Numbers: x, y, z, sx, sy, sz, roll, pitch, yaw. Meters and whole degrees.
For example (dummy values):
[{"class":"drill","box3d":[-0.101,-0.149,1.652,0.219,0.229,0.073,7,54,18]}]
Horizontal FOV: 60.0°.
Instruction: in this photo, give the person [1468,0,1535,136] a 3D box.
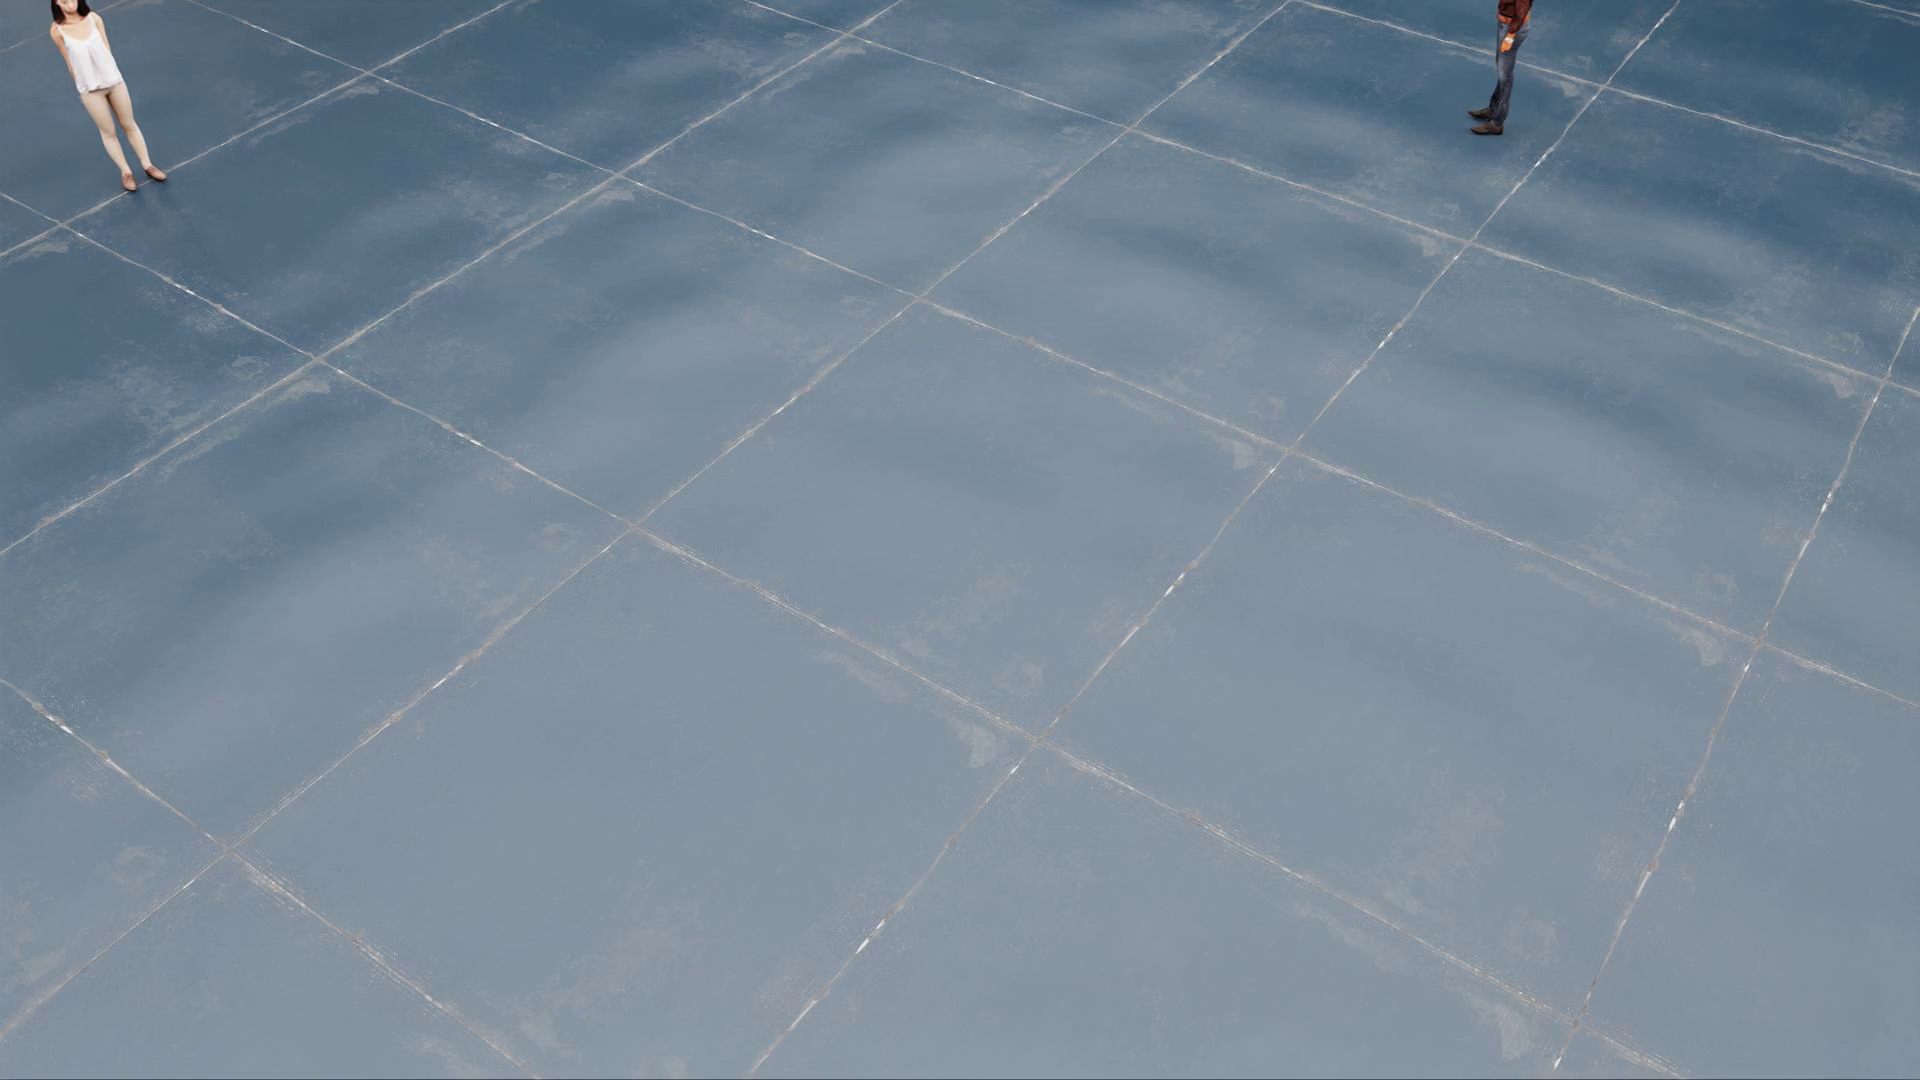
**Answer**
[{"class":"person","box3d":[4.431,-4.112,13.315,0.681,1.782,0.714,7,43,7]}]

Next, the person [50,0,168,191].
[{"class":"person","box3d":[-6.608,-3.506,12.761,0.581,1.652,0.647,26,49,25]}]
